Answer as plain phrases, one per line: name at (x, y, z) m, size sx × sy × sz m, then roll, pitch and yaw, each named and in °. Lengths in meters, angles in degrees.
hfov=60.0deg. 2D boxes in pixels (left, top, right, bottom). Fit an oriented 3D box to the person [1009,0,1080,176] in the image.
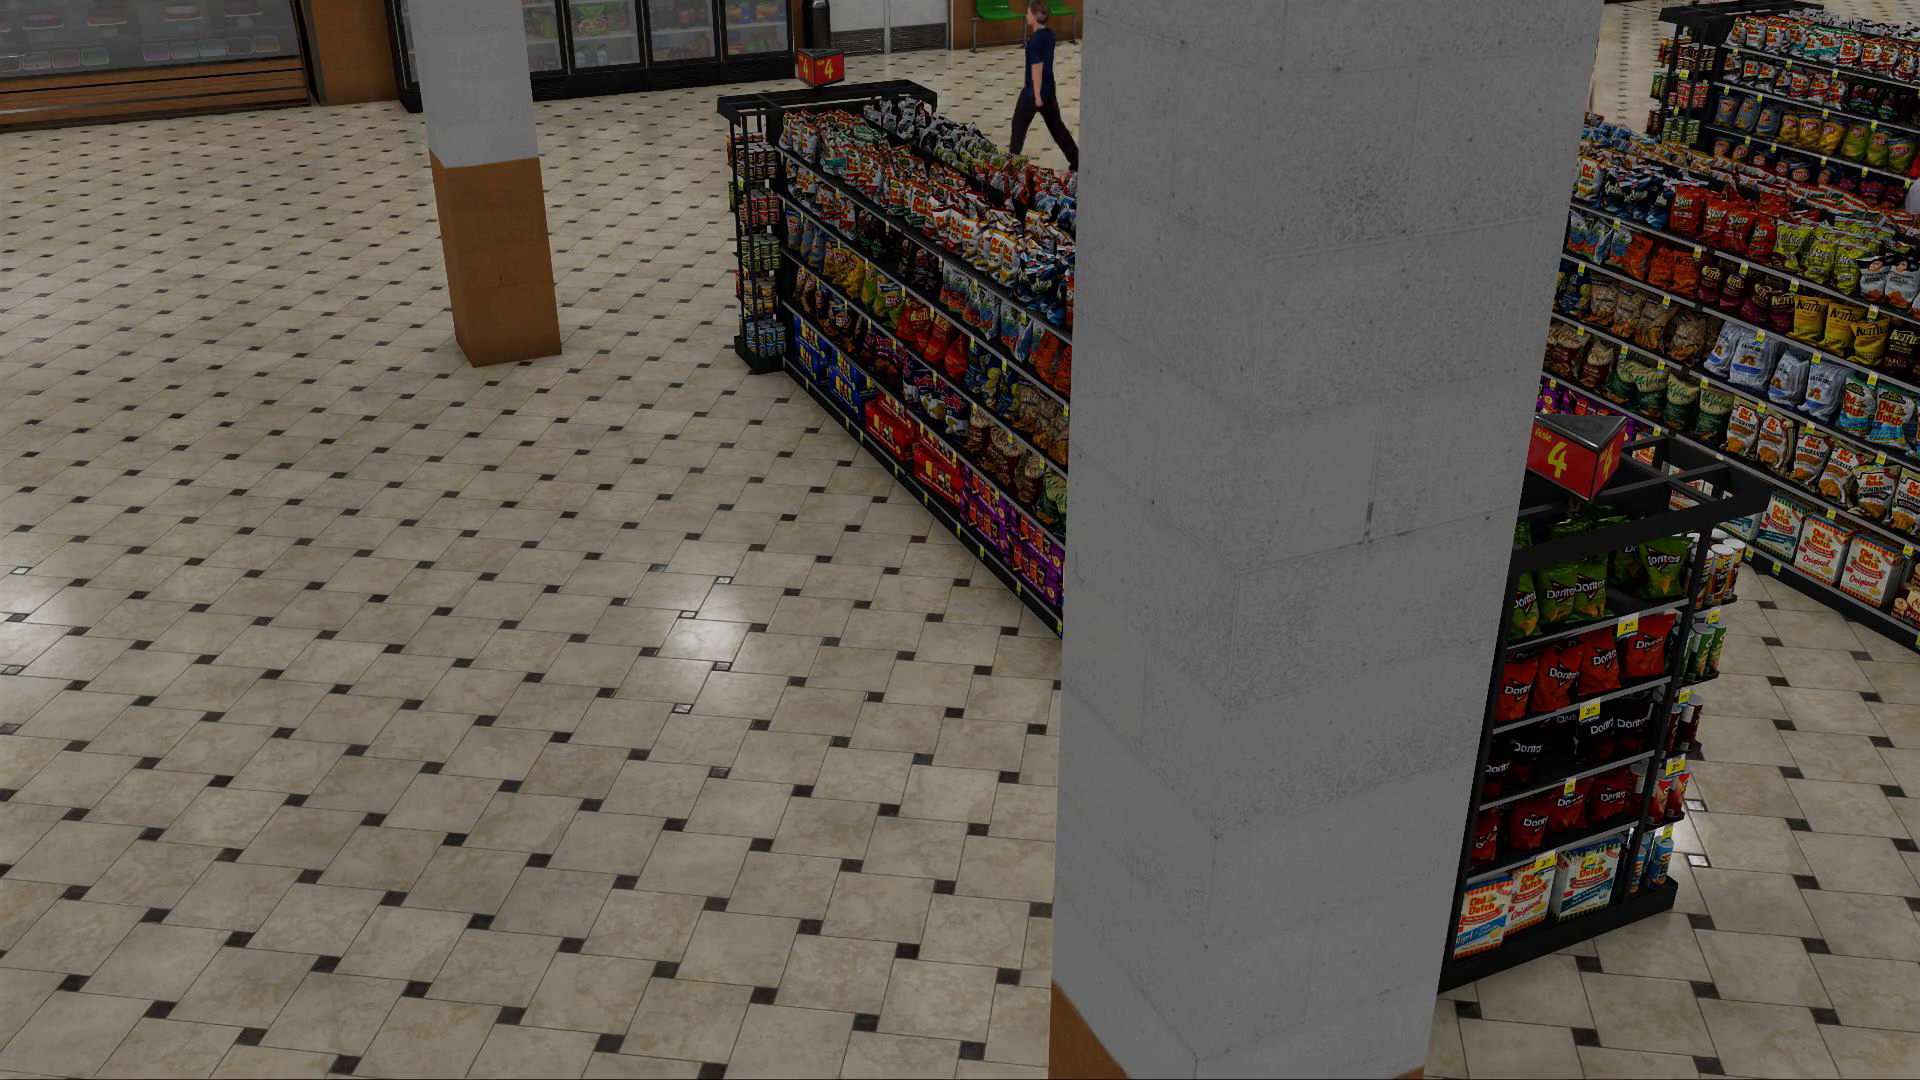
person at (0.936, -4.674, 17.445) m, size 1.302 × 1.818 × 1.142 m, roll 13°, pitch 30°, yaw 24°
